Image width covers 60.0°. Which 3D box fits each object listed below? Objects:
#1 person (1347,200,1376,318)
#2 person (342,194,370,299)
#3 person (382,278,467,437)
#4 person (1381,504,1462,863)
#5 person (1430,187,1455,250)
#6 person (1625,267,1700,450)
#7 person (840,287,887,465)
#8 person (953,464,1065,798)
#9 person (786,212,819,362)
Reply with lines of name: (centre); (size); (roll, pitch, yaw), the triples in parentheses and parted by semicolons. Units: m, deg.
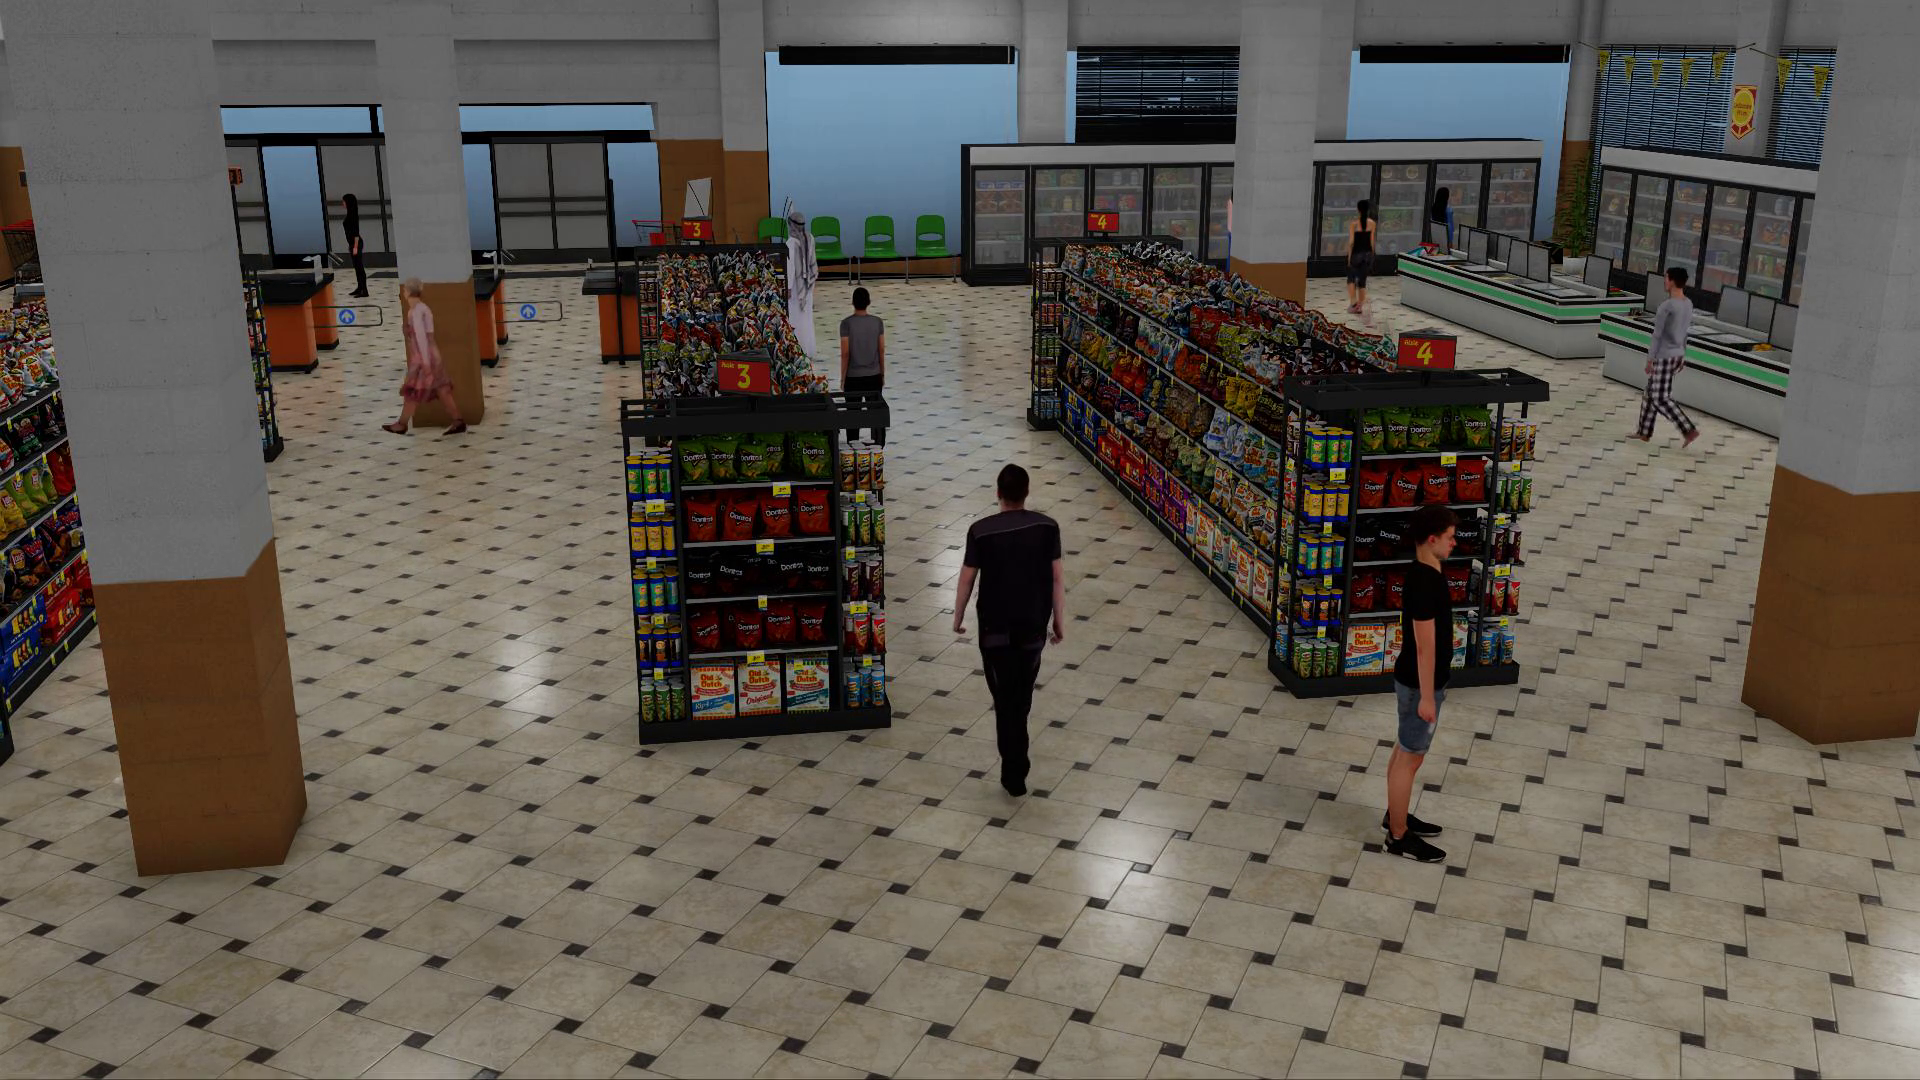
person: (6.009, -4.189, 24.842); (0.611, 1.716, 0.618); (0, 17, -1)
person: (-9.759, -4.762, 26.857); (0.696, 1.642, 0.560); (-11, 20, -31)
person: (-5.468, -1.861, 17.295); (0.686, 1.645, 1.005); (-3, 17, -9)
person: (2.341, 0.705, 8.497); (0.795, 1.847, 0.645); (4, 17, 13)
person: (7.853, -4.907, 27.212); (0.724, 1.713, 0.574); (-10, 19, -29)
person: (7.225, -1.805, 16.818); (0.923, 1.817, 1.173); (-11, 20, -33)
person: (-0.947, -1.595, 16.233); (0.654, 1.755, 0.616); (-7, 18, -22)
person: (0.307, 0.528, 9.172); (0.742, 1.794, 1.169); (-3, 17, -9)
person: (-2.071, -3.247, 21.377); (0.860, 1.927, 0.780); (9, 19, 27)
